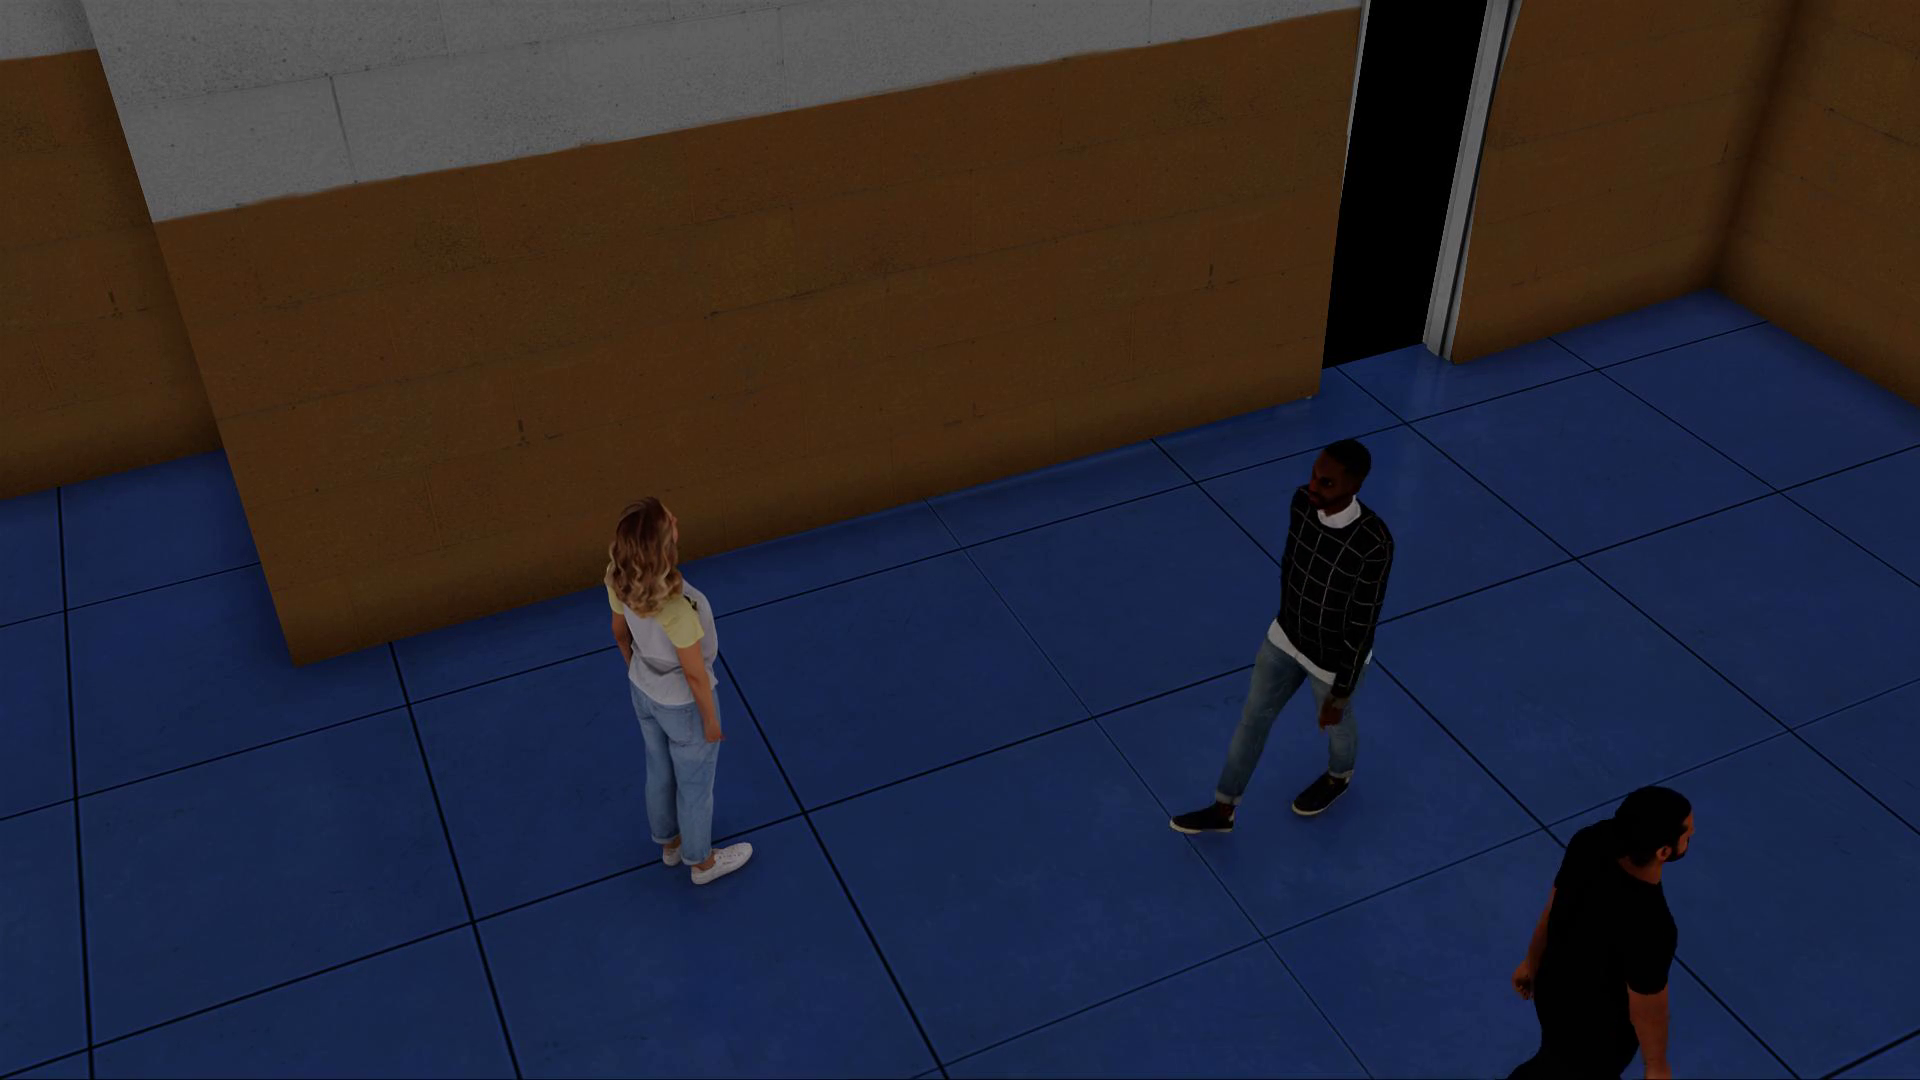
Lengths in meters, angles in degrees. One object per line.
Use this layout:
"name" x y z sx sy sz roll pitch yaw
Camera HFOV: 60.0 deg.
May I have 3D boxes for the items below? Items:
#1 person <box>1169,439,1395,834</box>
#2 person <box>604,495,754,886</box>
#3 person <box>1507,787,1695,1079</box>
"person" 1.423 0.366 6.223 0.887 1.786 1.069 -22 42 -27
"person" -1.040 0.567 5.994 0.635 1.723 0.764 27 45 31
"person" 1.749 1.415 4.884 0.987 1.717 1.192 -3 37 -3
